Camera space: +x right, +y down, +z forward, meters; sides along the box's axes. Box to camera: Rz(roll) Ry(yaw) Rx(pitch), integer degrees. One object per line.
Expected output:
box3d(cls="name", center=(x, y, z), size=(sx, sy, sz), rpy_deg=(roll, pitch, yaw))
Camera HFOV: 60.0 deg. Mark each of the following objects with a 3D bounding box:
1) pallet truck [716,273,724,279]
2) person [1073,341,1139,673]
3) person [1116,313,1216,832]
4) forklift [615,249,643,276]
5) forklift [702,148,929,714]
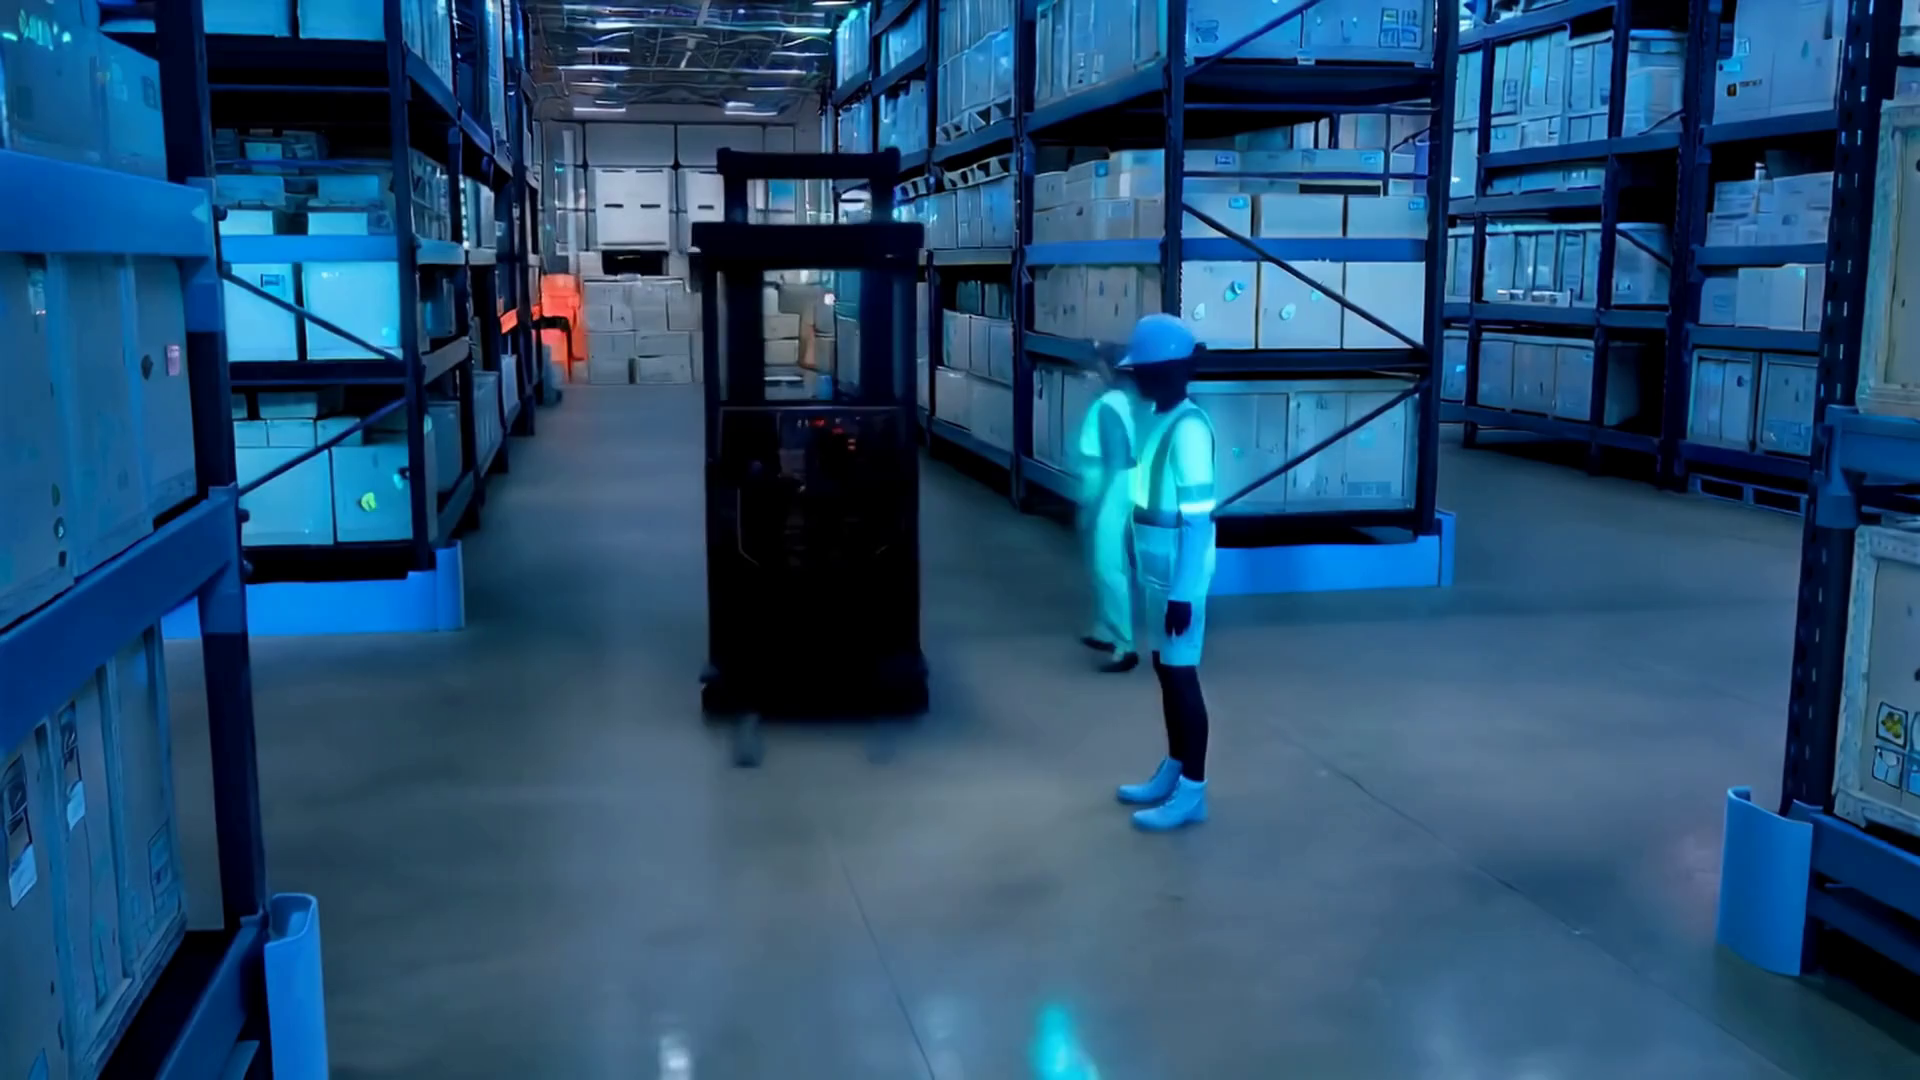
box3d(cls="pallet truck", center=(-8.580, -8.986, 62.280), size=(1.885, 1.965, 0.823), rpy_deg=(1, 9, 5))
box3d(cls="person", center=(0.834, -0.203, 9.343), size=(0.417, 1.816, 0.778), rpy_deg=(-1, 9, -4))
box3d(cls="person", center=(0.804, 0.132, 6.573), size=(0.395, 2.038, 0.614), rpy_deg=(0, 9, -3))
box3d(cls="forklift", center=(-11.057, -8.346, 55.695), size=(1.129, 2.768, 1.873), rpy_deg=(3, 10, 16))
box3d(cls="forklift", center=(-0.787, -0.665, 8.877), size=(1.129, 2.768, 1.873), rpy_deg=(-1, 9, -5))
